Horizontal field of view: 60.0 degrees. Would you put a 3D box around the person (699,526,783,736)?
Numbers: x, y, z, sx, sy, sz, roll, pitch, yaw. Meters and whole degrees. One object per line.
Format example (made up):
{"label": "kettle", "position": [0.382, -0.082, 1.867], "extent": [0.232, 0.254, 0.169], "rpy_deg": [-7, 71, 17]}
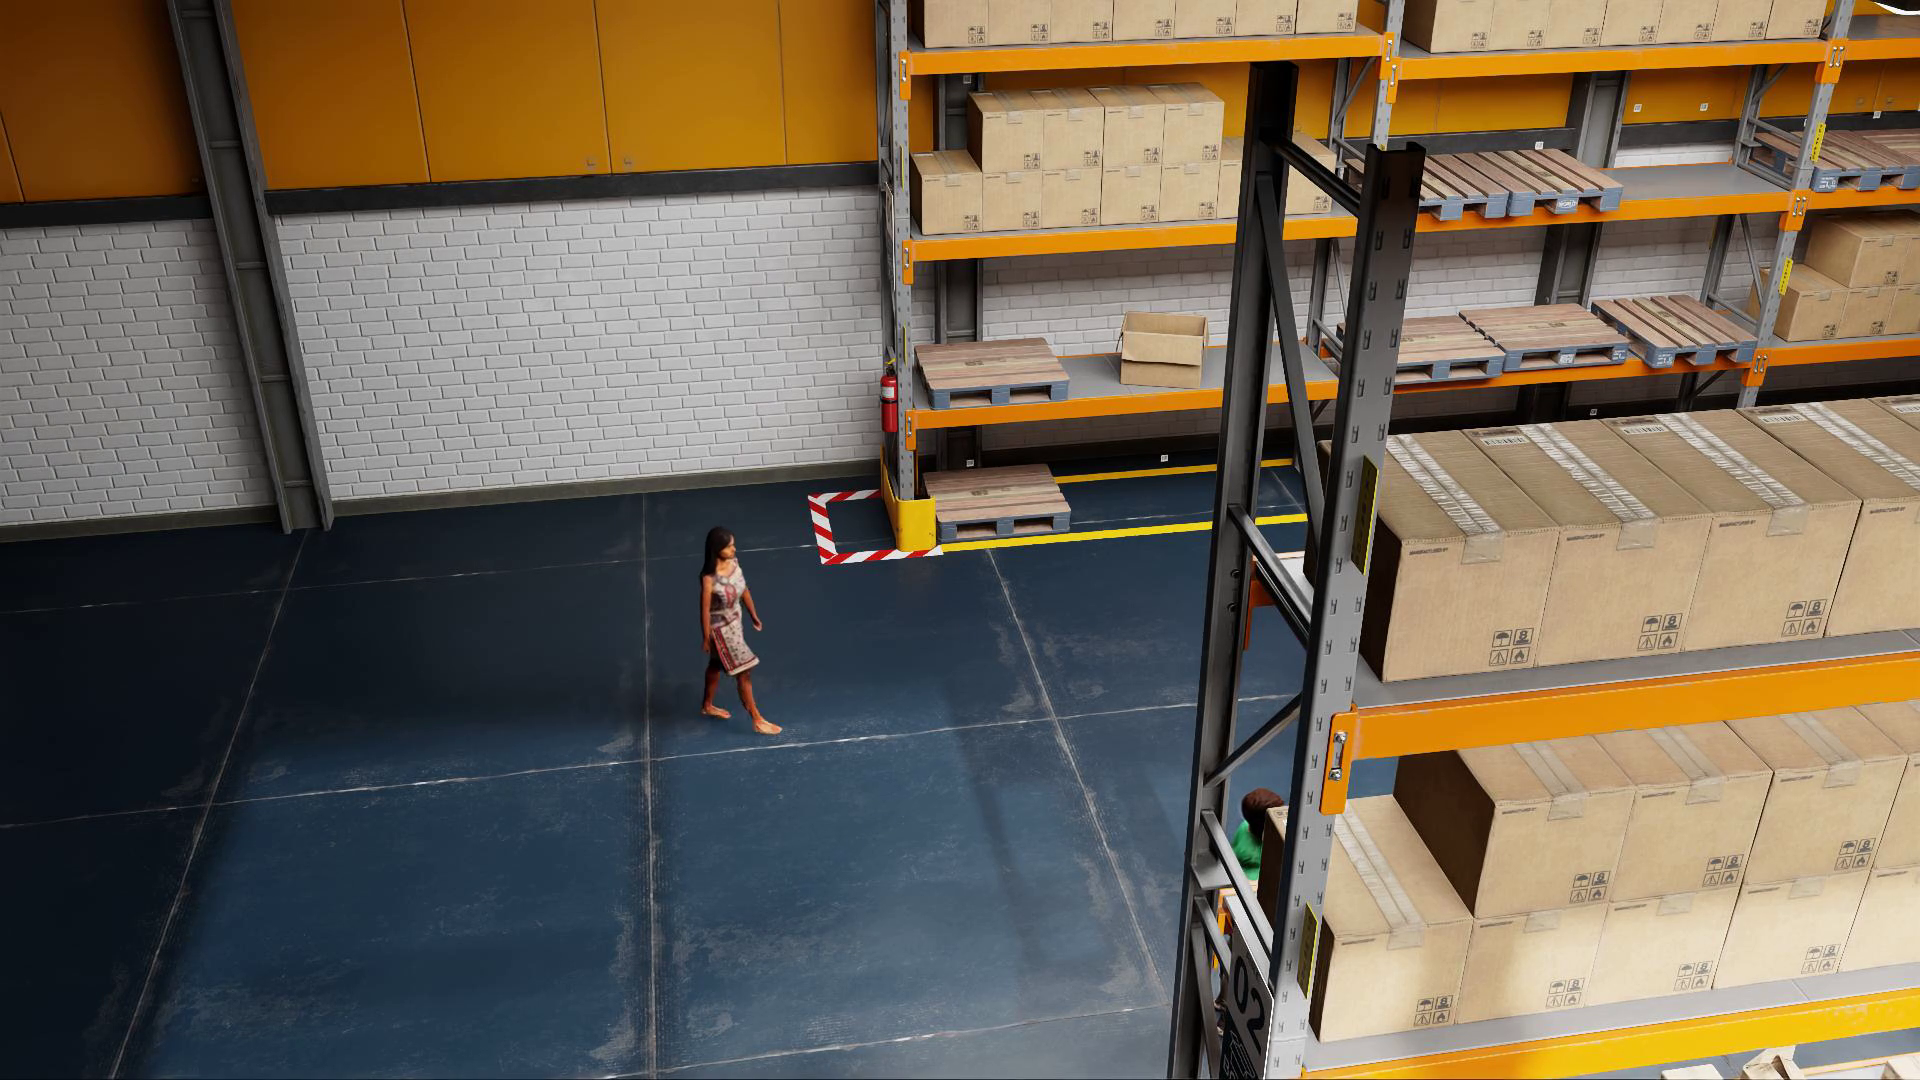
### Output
{"label": "person", "position": [-1.780, 0.627, 12.029], "extent": [1.047, 1.617, 0.890], "rpy_deg": [8, 30, 15]}

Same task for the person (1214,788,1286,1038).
{"label": "person", "position": [1.607, 2.073, 9.342], "extent": [0.638, 1.651, 0.662], "rpy_deg": [5, 29, 9]}
